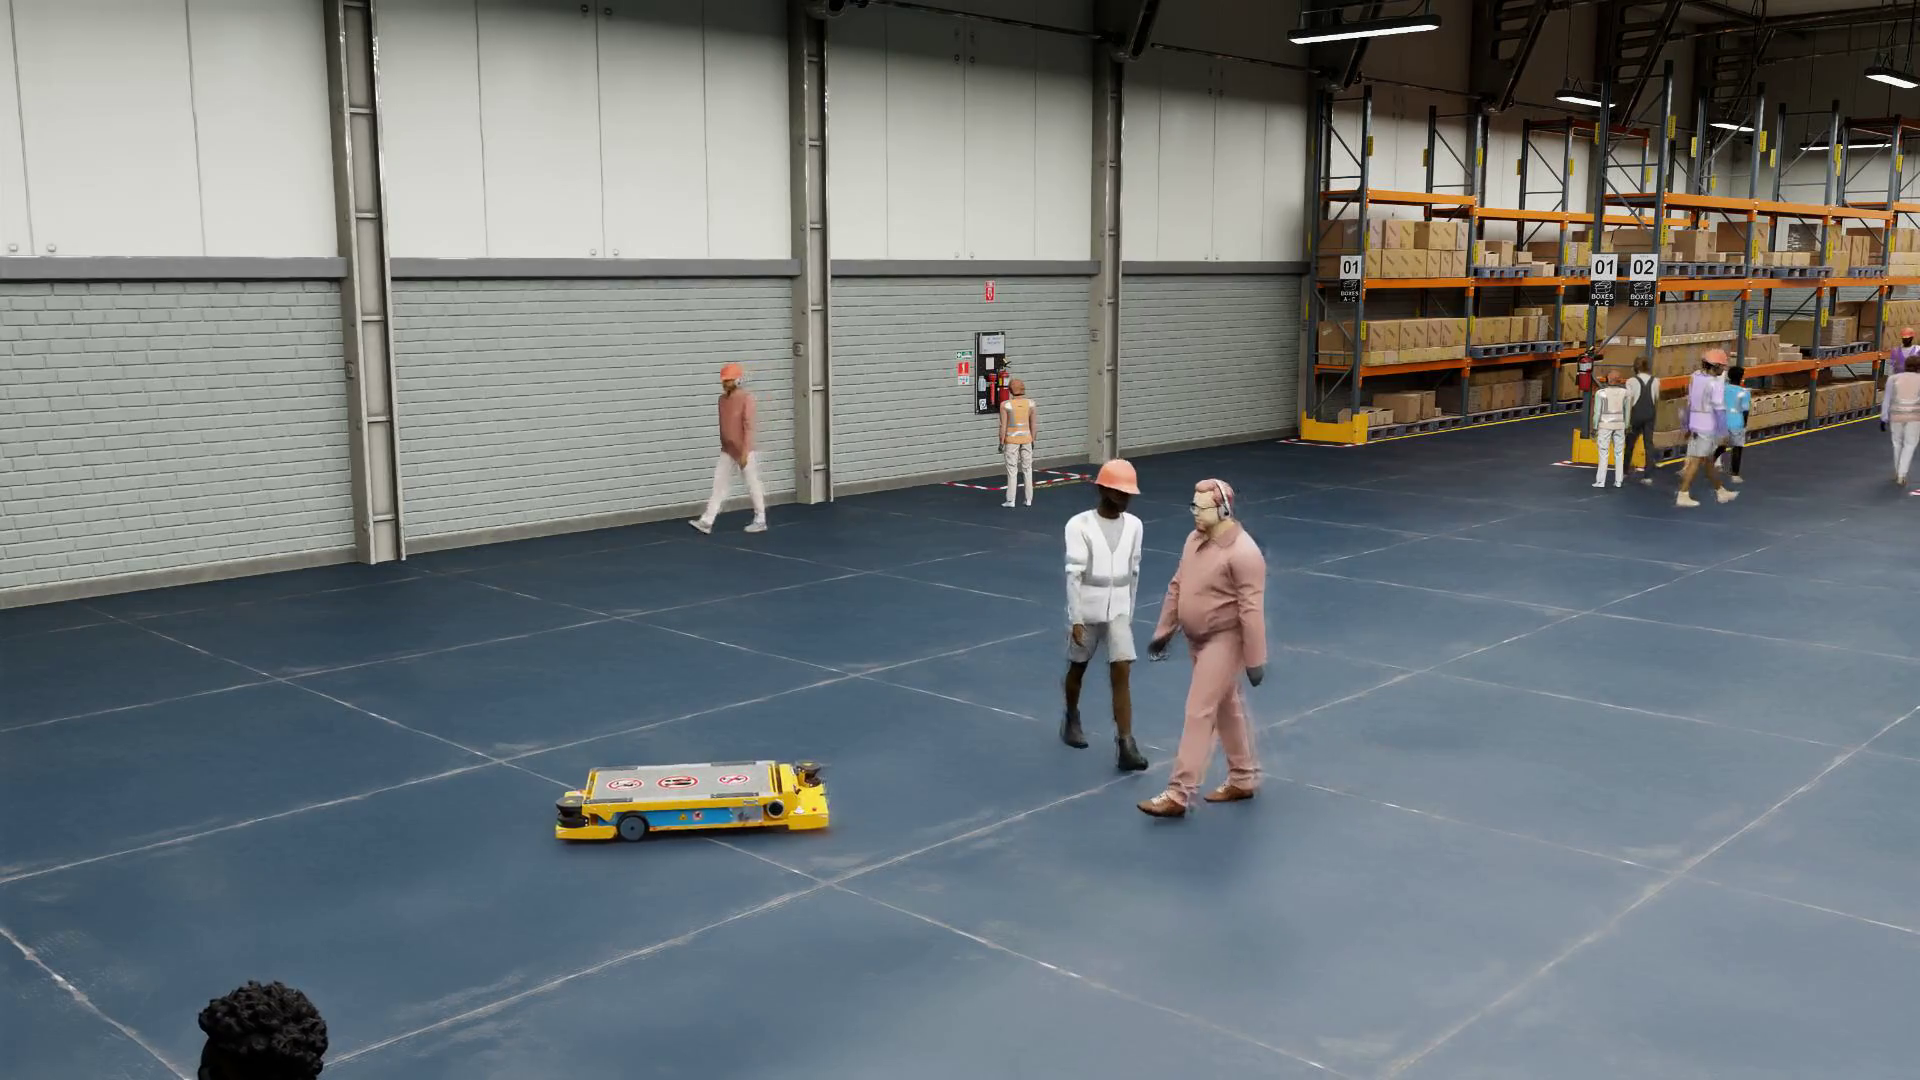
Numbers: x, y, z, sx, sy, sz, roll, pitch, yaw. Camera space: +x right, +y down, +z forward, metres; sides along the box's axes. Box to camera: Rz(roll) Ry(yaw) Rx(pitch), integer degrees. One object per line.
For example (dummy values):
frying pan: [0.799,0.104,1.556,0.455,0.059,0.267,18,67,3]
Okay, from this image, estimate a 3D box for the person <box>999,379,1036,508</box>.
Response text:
person: [0.728,-1.218,21.002,0.511,1.639,0.308,-4,10,-23]

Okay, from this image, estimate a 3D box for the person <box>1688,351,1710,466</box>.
person: [11.363,-1.981,25.285,0.363,1.765,0.546,-8,12,-41]

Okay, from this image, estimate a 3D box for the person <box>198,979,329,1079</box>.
person: [-1.302,1.668,3.233,0.317,1.696,0.538,-8,12,-41]

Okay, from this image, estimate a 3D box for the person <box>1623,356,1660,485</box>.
person: [9.584,-1.689,23.420,0.534,1.788,0.980,0,9,1]

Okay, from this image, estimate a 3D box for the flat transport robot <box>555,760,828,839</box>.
flat transport robot: [-1.460,1.413,9.120,1.431,0.197,0.652,-1,9,-8]

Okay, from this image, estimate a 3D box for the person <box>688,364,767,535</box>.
person: [-2.602,-1.017,18.842,0.654,1.938,1.019,8,12,41]

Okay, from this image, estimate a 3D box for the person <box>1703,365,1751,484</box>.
person: [10.710,-1.601,23.237,0.614,1.679,0.533,-7,12,-36]

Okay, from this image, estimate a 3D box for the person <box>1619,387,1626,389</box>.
person: [12.998,-3.152,32.449,0.530,1.754,0.457,8,12,41]

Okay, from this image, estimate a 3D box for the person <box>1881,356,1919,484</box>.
person: [13.367,-1.694,23.435,0.646,1.790,0.986,7,12,38]

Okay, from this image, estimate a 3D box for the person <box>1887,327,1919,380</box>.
person: [17.559,-2.986,30.921,0.571,1.920,0.421,8,12,41]

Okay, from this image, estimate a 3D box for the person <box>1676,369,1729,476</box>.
person: [10.828,-1.824,24.061,0.637,1.858,0.469,-2,10,-14]

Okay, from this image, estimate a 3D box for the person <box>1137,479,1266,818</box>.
person: [1.304,0.596,9.233,0.908,1.867,0.650,-3,10,-17]

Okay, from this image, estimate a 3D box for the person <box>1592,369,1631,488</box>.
person: [8.940,-1.520,22.837,0.511,1.640,0.308,0,9,-2]

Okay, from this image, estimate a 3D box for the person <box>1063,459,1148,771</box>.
person: [0.886,0.437,10.203,0.551,1.875,1.043,-3,10,-17]

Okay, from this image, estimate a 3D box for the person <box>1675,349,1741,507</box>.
person: [9.535,-1.400,21.011,1.009,1.994,0.648,-1,9,-5]
